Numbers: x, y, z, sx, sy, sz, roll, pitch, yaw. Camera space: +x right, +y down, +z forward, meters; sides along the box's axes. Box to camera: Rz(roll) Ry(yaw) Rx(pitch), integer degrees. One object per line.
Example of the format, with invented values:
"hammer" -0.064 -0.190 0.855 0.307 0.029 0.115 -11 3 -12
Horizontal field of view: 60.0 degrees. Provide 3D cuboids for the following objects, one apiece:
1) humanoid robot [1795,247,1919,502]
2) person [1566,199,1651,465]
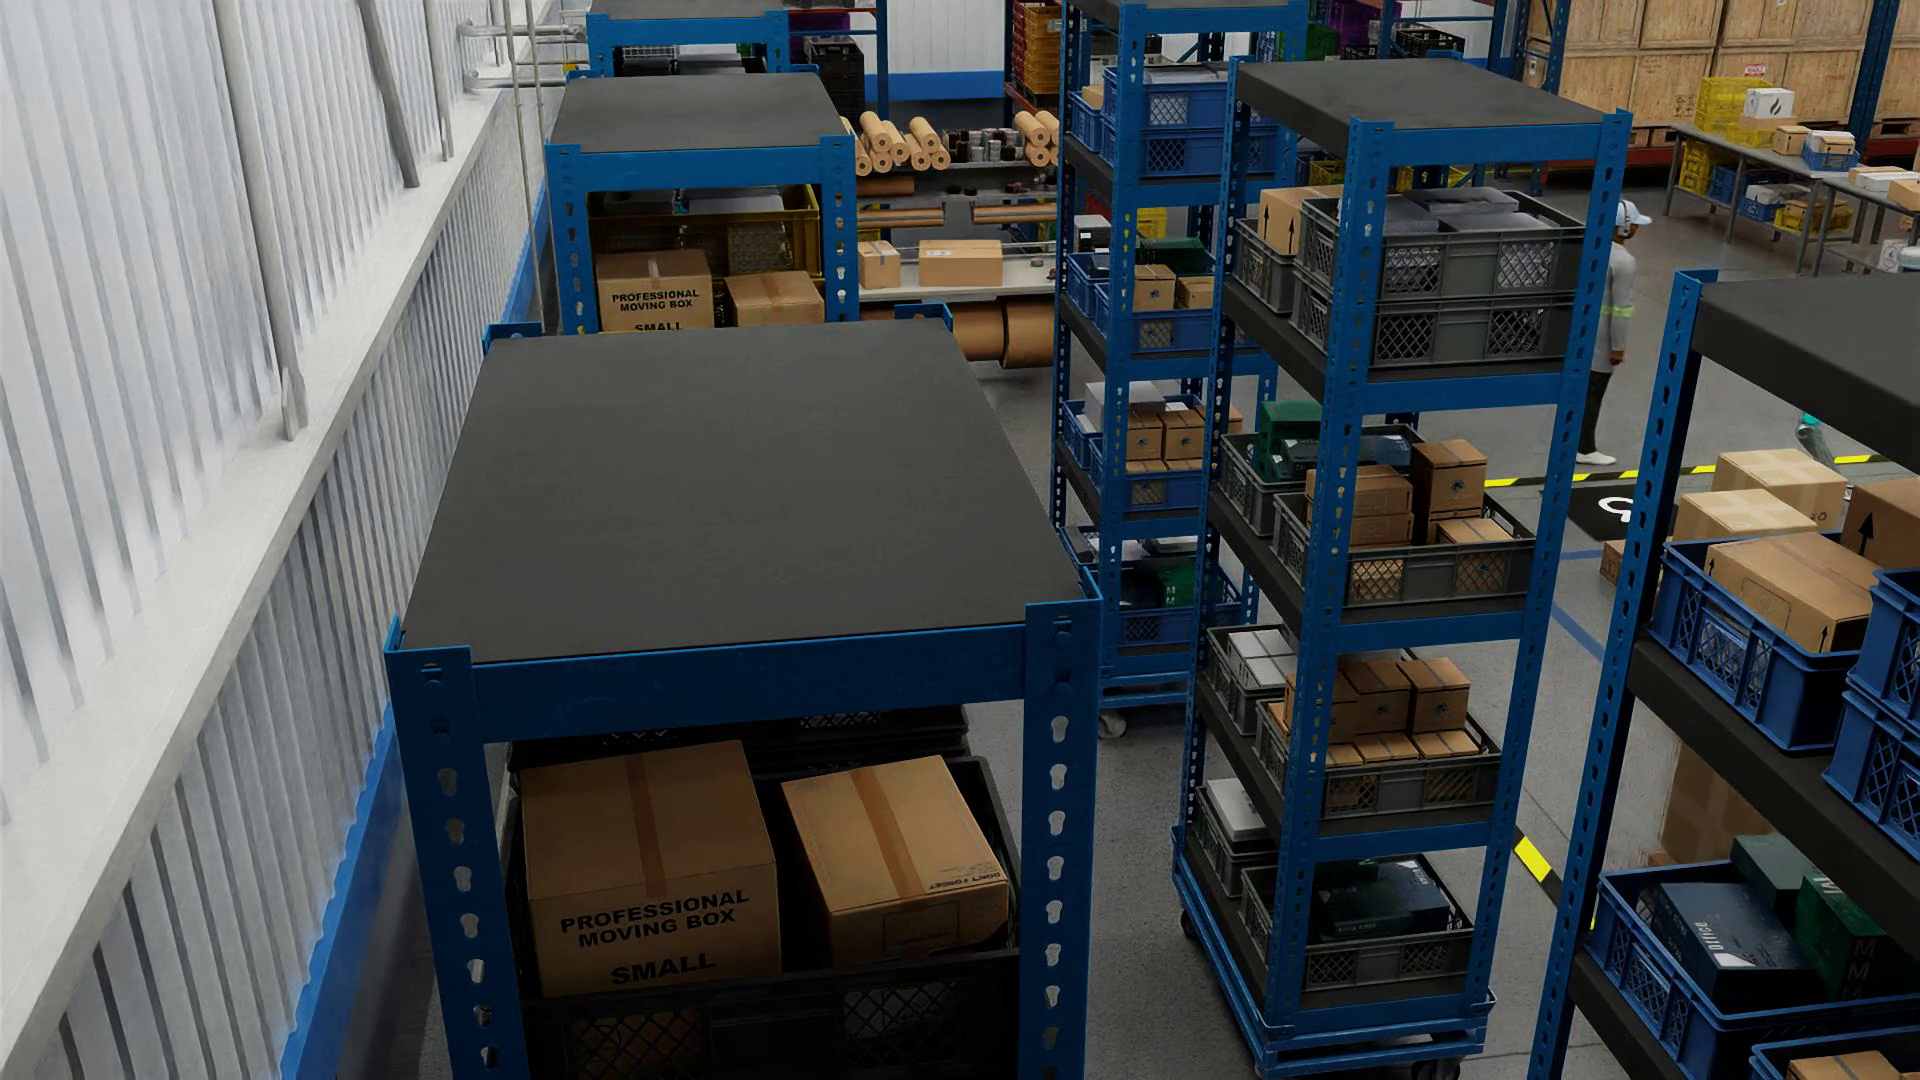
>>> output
"humanoid robot" 5.775 -1.101 10.778 0.735 1.675 0.533 14 28 27
"person" 4.454 -1.441 11.535 0.399 1.852 0.589 -5 25 -10
